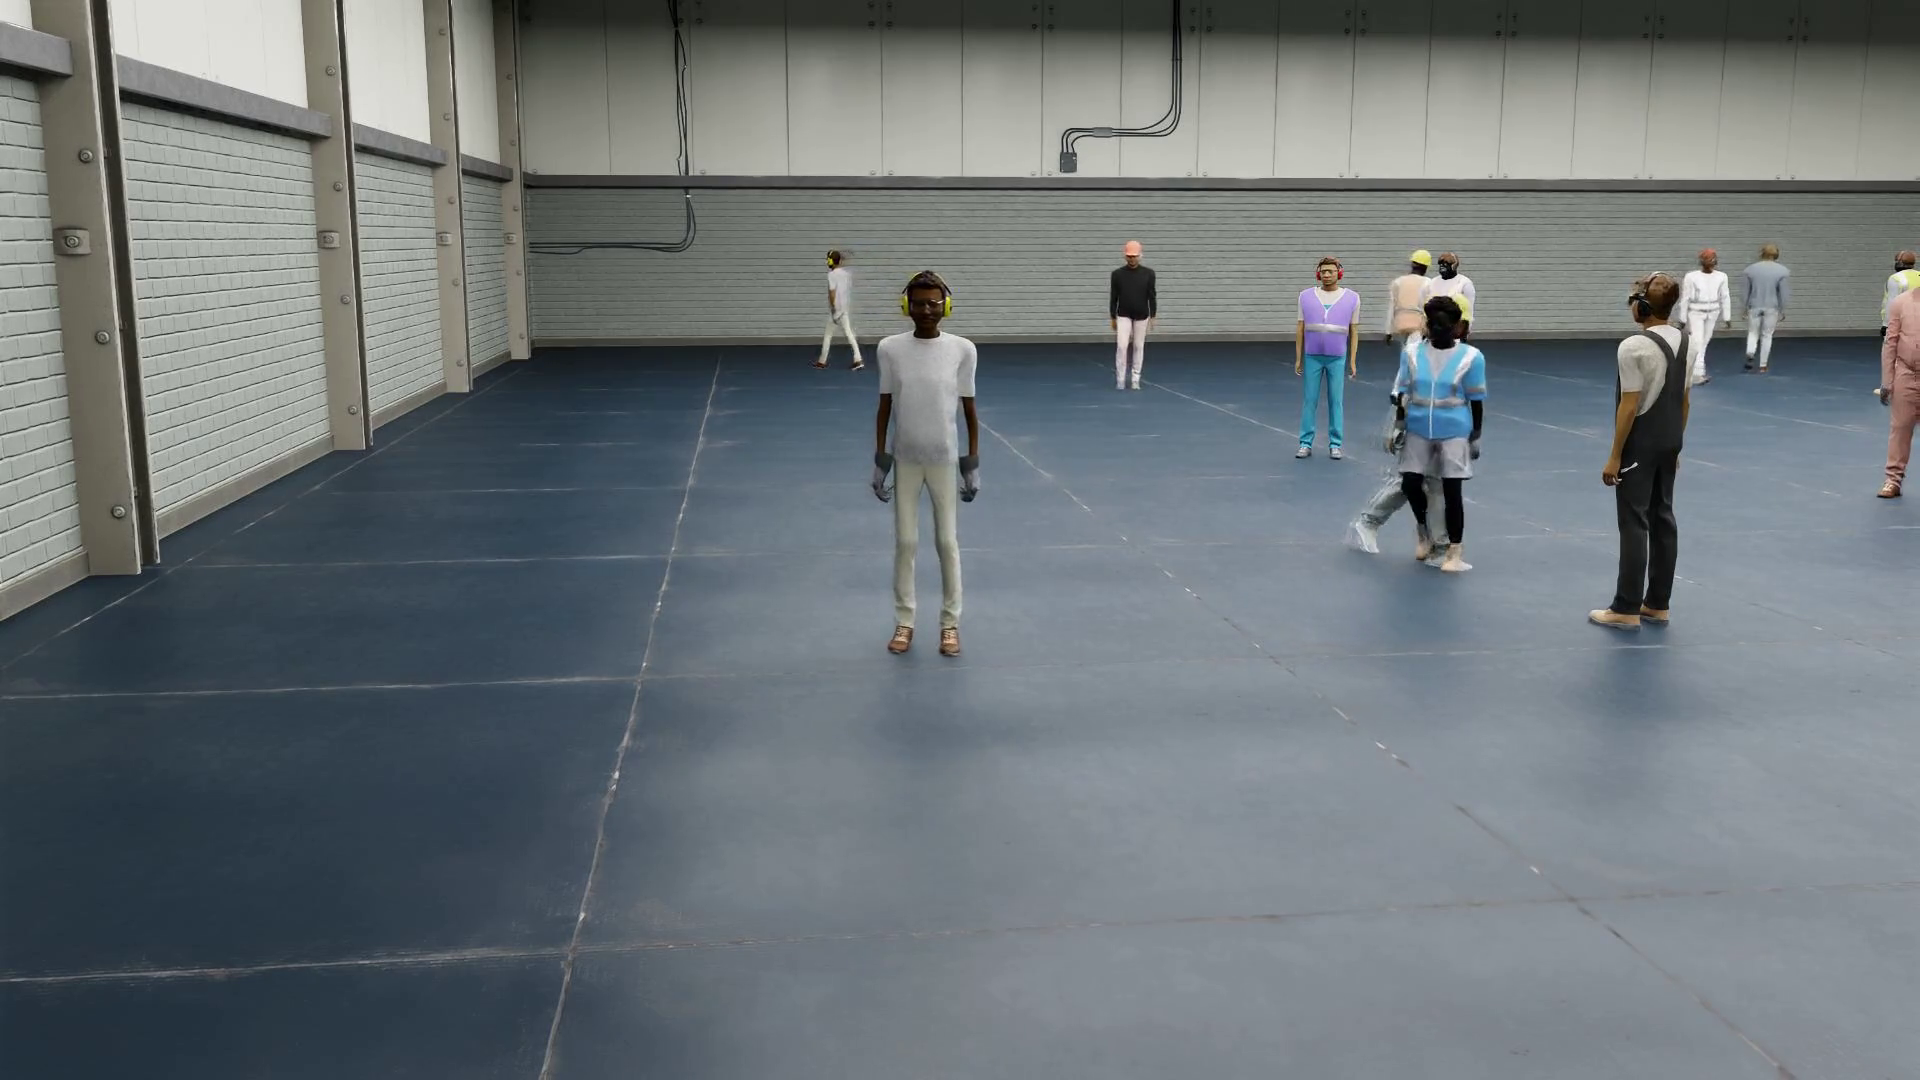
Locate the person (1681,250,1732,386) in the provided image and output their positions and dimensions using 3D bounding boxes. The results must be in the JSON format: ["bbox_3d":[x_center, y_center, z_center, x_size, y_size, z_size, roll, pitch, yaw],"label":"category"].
[{"bbox_3d":[10.191,-3.023,22.679,0.600,1.835,0.956,0,10,1],"label":"person"}]

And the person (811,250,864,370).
[{"bbox_3d":[-1.854,-3.498,25.389,0.995,1.830,0.508,8,13,38],"label":"person"}]

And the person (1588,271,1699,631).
[{"bbox_3d":[3.538,-0.453,8.592,0.507,1.847,0.345,-6,12,-28],"label":"person"}]

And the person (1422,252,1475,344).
[{"bbox_3d":[5.576,-2.375,19.137,0.429,1.843,0.632,-8,13,-39],"label":"person"}]

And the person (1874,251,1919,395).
[{"bbox_3d":[12.047,-2.775,21.335,0.634,1.841,0.429,-5,11,-24],"label":"person"}]

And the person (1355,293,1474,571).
[{"bbox_3d":[2.829,-0.696,10.351,0.503,1.695,0.868,-10,14,-43],"label":"person"}]

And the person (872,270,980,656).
[{"bbox_3d":[-0.167,-0.364,8.081,0.525,1.858,0.344,1,10,7],"label":"person"}]

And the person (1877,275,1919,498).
[{"bbox_3d":[7.438,-1.238,12.764,0.688,1.904,0.398,8,13,36],"label":"person"}]

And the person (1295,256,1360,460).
[{"bbox_3d":[3.349,-1.661,15.205,0.563,1.847,0.389,3,11,17],"label":"person"}]

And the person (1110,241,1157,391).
[{"bbox_3d":[2.289,-2.947,21.962,0.613,1.961,0.804,1,10,5],"label":"person"}]

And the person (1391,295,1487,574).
[{"bbox_3d":[2.908,-0.642,10.096,0.543,1.682,0.386,7,12,33],"label":"person"}]

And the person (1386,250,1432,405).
[{"bbox_3d":[5.465,-2.576,20.168,0.599,1.878,0.975,9,14,40],"label":"person"}]

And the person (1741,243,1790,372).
[{"bbox_3d":[12.006,-3.453,24.819,0.649,1.921,0.486,8,13,37],"label":"person"}]
